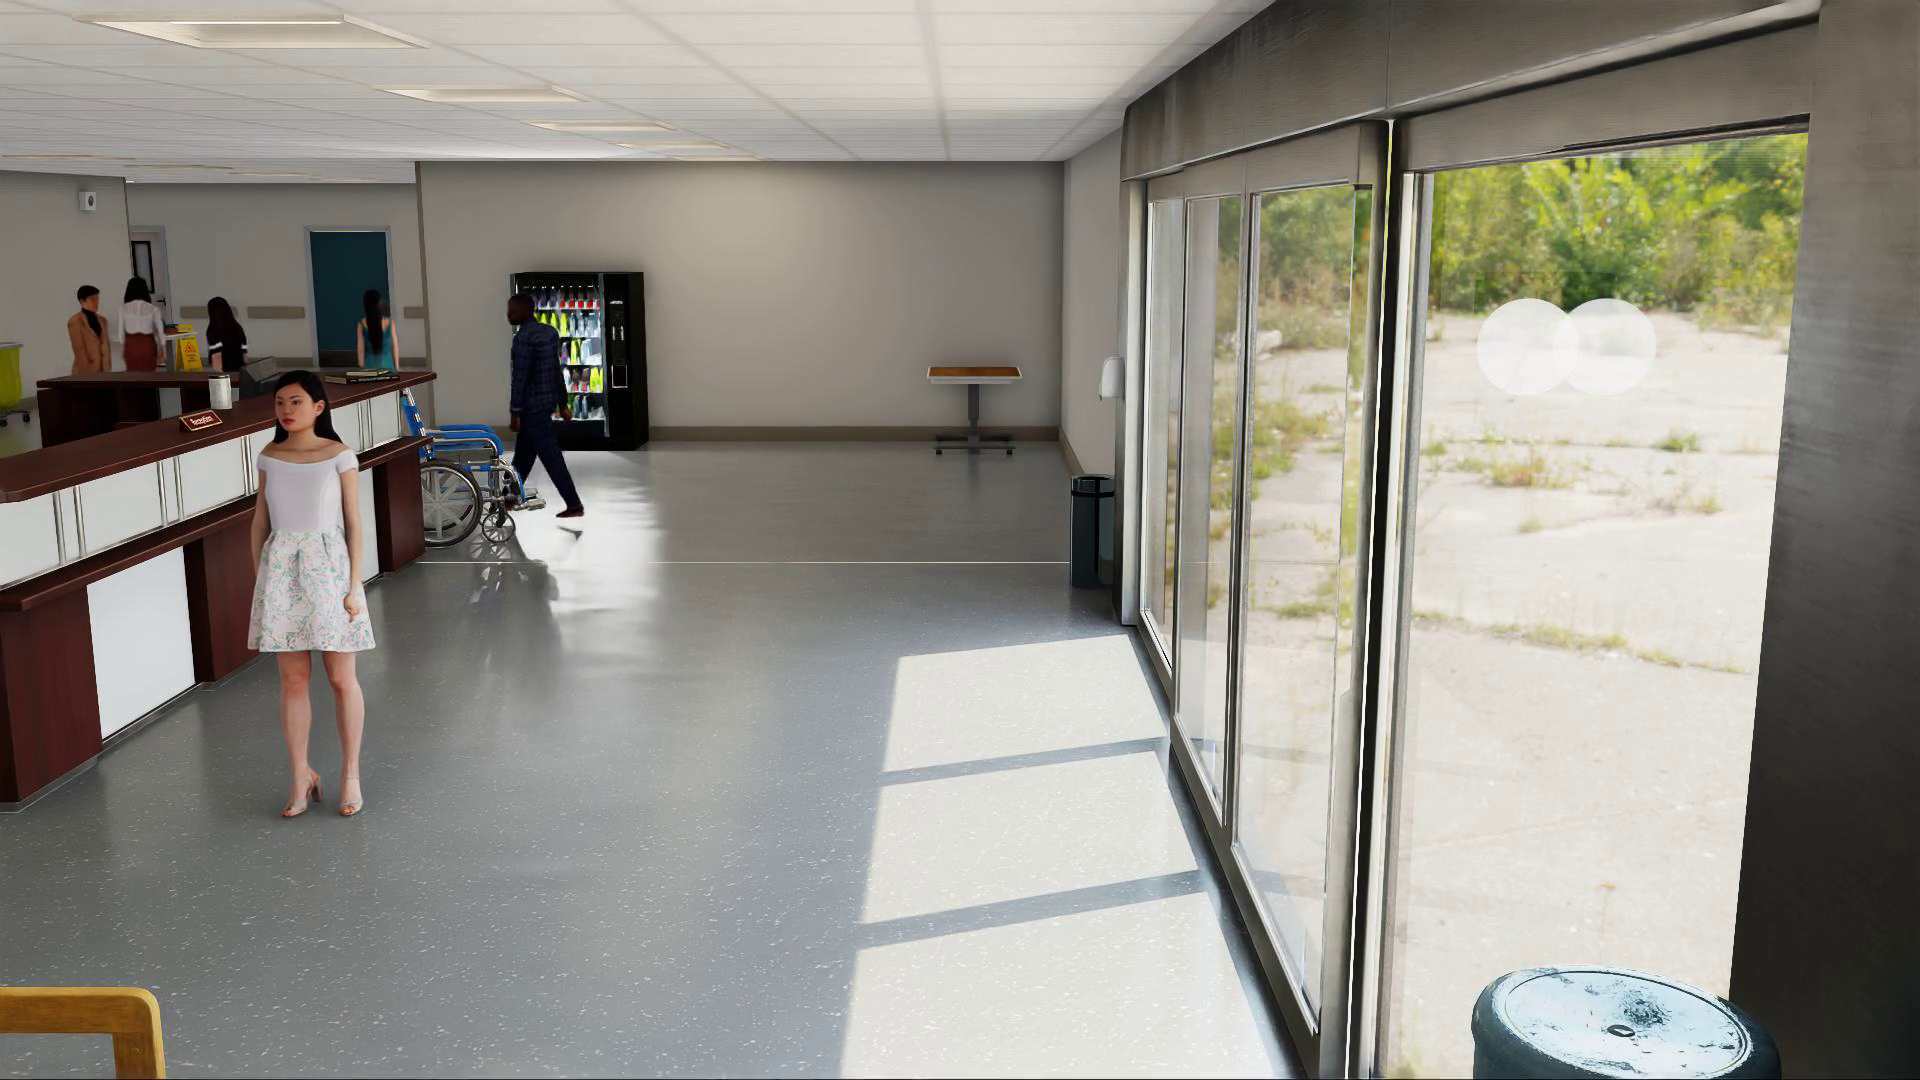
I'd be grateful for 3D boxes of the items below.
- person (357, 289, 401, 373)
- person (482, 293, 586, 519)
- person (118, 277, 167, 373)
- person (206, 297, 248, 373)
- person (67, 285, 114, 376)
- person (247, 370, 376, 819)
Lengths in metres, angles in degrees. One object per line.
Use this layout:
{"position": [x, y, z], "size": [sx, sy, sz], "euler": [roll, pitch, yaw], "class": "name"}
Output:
{"position": [-5.879, -1.686, 16.875], "size": [0.842, 1.673, 0.808], "euler": [-5, 12, -24], "class": "person"}
{"position": [-3.240, -1.003, 13.031], "size": [1.251, 1.764, 0.938], "euler": [4, 11, 18], "class": "person"}
{"position": [-9.177, -2.055, 18.645], "size": [0.671, 1.737, 0.781], "euler": [-5, 12, -22], "class": "person"}
{"position": [-7.215, -1.583, 16.565], "size": [1.136, 1.586, 0.934], "euler": [6, 12, 28], "class": "person"}
{"position": [-8.856, -1.723, 16.856], "size": [0.829, 1.709, 0.794], "euler": [4, 11, 20], "class": "person"}
{"position": [-2.560, 0.218, 6.567], "size": [0.576, 1.775, 0.710], "euler": [-1, 11, -3], "class": "person"}
